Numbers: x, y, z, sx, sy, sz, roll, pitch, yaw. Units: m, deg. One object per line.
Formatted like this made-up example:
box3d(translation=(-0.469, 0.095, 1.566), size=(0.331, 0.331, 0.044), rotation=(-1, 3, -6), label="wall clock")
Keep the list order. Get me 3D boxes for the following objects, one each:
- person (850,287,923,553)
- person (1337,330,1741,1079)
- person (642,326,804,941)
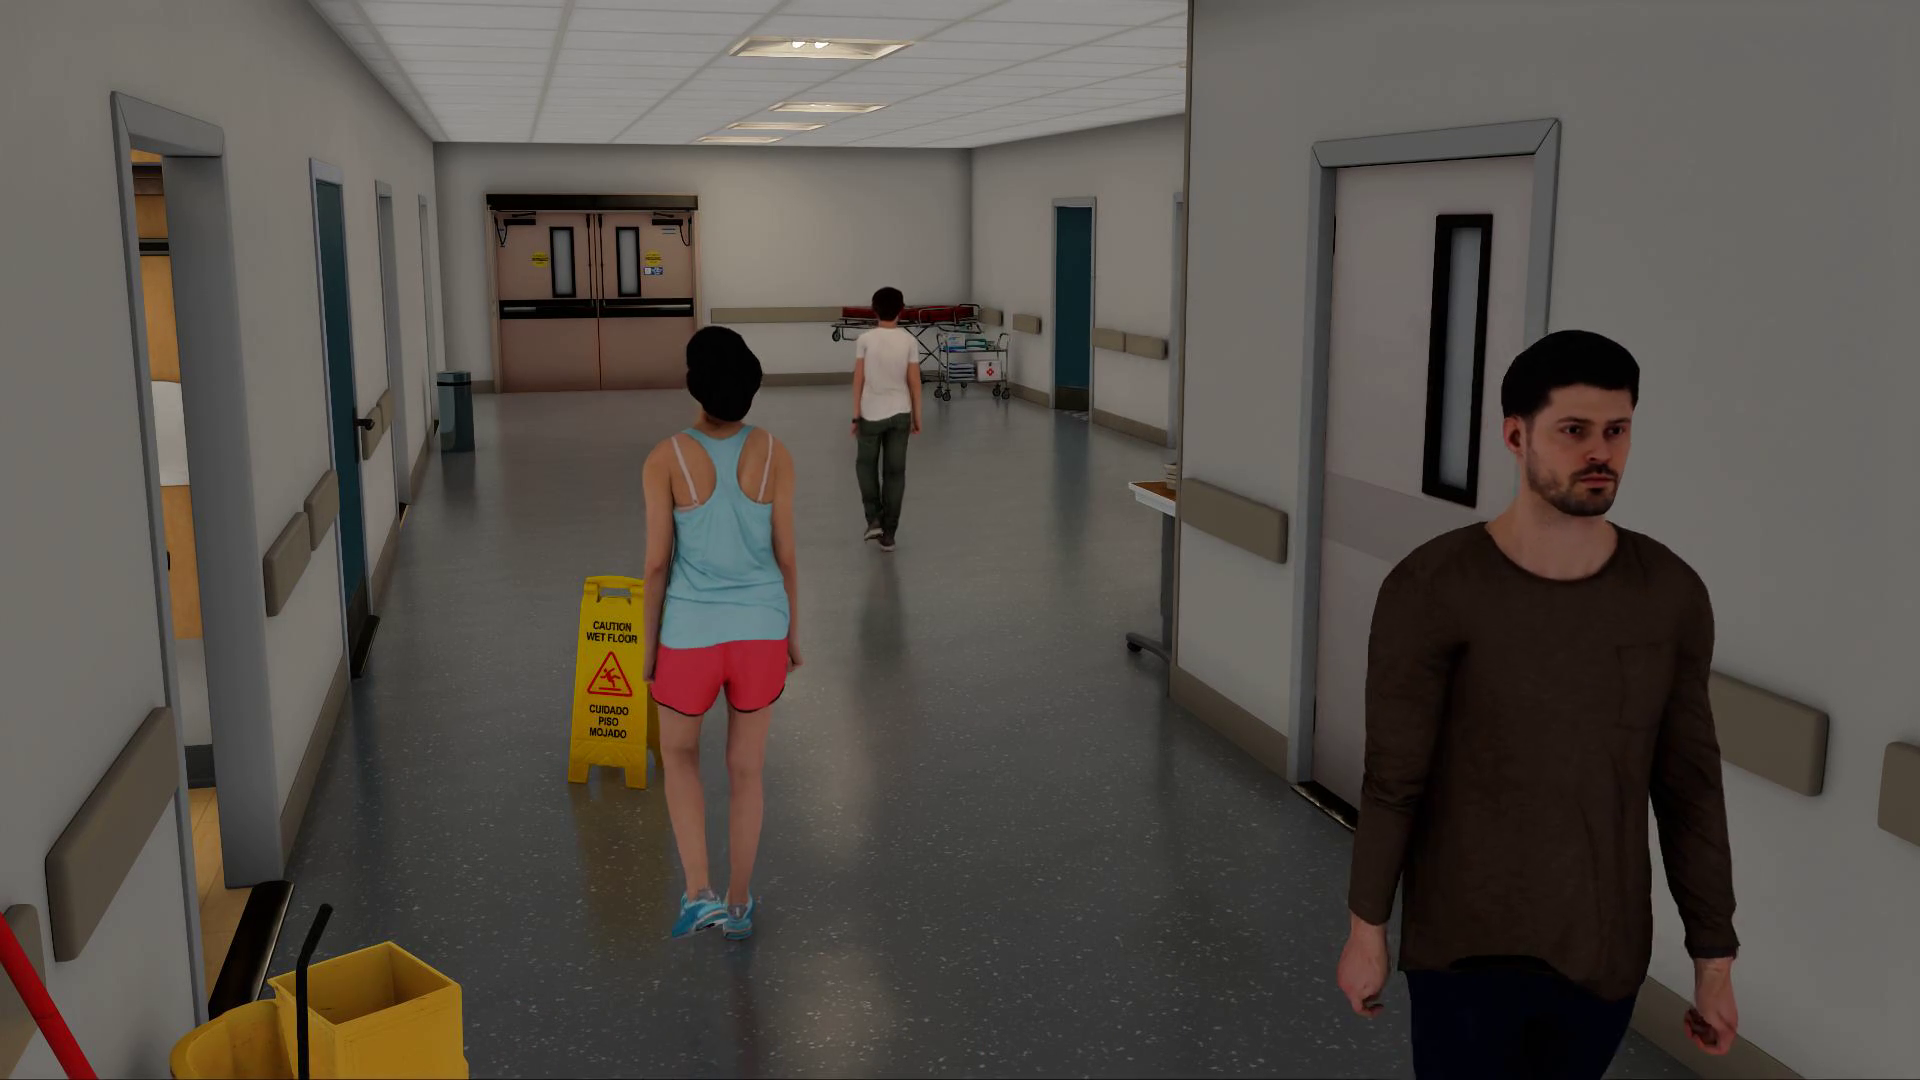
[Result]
box3d(translation=(-0.462, -0.739, 10.342), size=(0.649, 1.648, 0.634), rotation=(-1, 11, -5), label="person")
box3d(translation=(0.864, 0.625, 2.658), size=(0.764, 1.833, 1.164), rotation=(-2, 11, -8), label="person")
box3d(translation=(-0.638, 0.306, 4.552), size=(0.625, 1.754, 0.825), rotation=(-2, 11, -12), label="person")
